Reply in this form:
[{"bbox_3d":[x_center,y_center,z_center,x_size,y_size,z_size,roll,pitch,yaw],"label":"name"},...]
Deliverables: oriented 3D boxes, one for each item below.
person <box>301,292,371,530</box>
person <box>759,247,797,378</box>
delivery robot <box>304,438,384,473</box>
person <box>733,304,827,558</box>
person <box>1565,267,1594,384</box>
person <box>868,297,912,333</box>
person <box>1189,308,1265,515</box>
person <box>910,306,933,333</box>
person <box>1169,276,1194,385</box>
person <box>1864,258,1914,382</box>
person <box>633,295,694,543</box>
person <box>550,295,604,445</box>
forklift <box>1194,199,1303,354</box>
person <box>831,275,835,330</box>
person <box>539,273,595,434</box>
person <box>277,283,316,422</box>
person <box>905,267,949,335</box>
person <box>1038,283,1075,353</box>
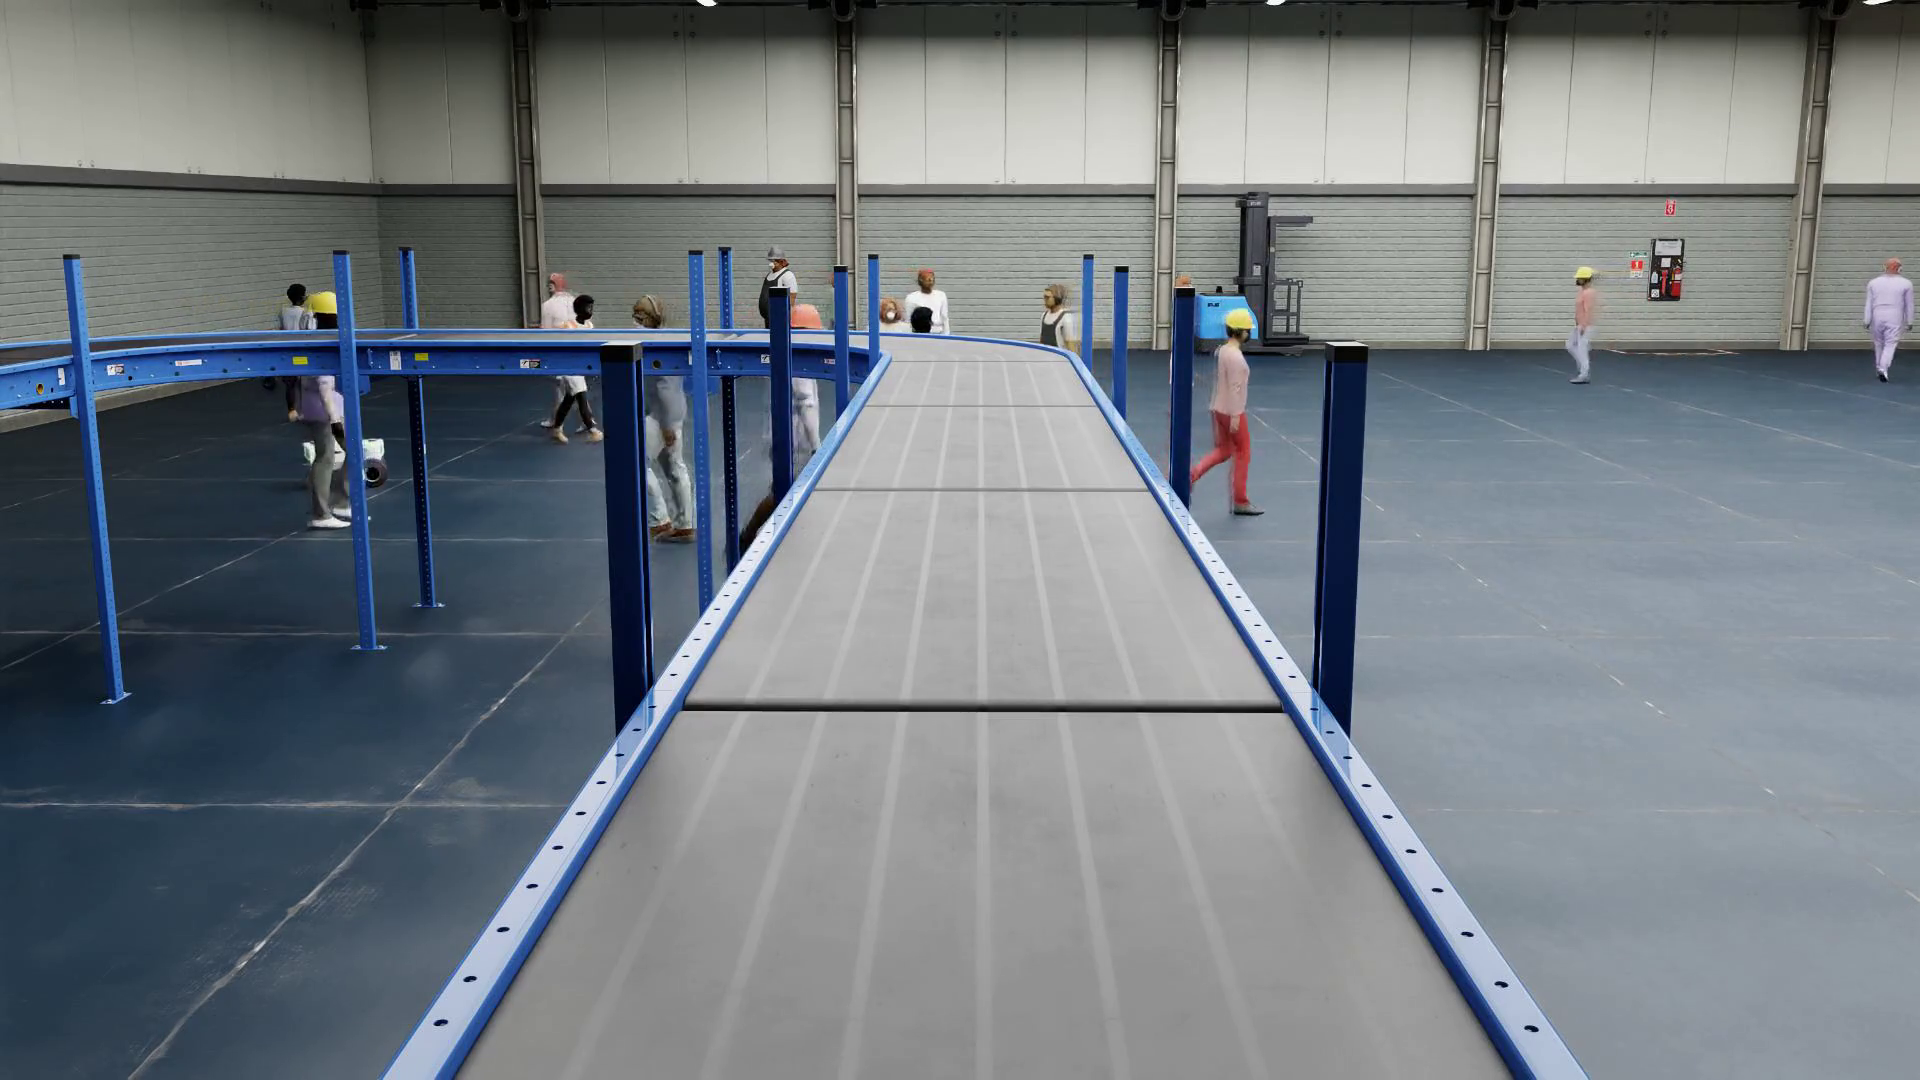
[{"bbox_3d":[-5.014,-1.031,13.381,0.577,1.908,0.591,-1,11,-6],"label":"person"},{"bbox_3d":[-2.850,-3.489,25.766,0.538,2.000,0.681,-9,14,-39],"label":"person"},{"bbox_3d":[-5.788,-0.818,15.629,0.707,0.478,0.477,-4,12,-20],"label":"delivery robot"},{"bbox_3d":[-1.204,-0.755,12.023,1.012,1.896,0.567,-3,11,-13],"label":"person"},{"bbox_3d":[9.362,-3.237,25.082,0.377,1.750,0.558,2,11,9],"label":"person"},{"bbox_3d":[-0.783,-1.924,18.693,0.506,1.611,0.688,0,11,2],"label":"person"},{"bbox_3d":[2.222,-1.082,14.044,0.667,1.746,0.526,-1,11,-8],"label":"person"},{"bbox_3d":[-0.389,-1.429,16.077,0.889,1.654,0.536,-11,15,-44],"label":"person"},{"bbox_3d":[3.314,-3.118,24.796,0.277,1.631,0.507,-4,12,-20],"label":"person"},{"bbox_3d":[14.307,-3.399,25.636,0.924,1.873,0.658,-11,15,-44],"label":"person"},{"bbox_3d":[-2.329,-0.911,12.721,0.587,1.913,0.700,-1,11,-4],"label":"person"},{"bbox_3d":[-4.209,-1.868,18.292,0.890,1.643,0.557,4,12,18],"label":"person"},{"bbox_3d":[5.313,-4.851,30.603,1.873,2.768,1.129,0,11,1],"label":"forklift"},{"bbox_3d":[-2.073,-3.666,27.695,0.765,1.608,0.505,-2,11,-10],"label":"person"},{"bbox_3d":[-4.631,-2.192,19.501,0.994,1.858,0.646,6,13,30],"label":"person"},{"bbox_3d":[-8.134,-2.306,20.483,0.527,1.689,0.323,3,11,13],"label":"person"},{"bbox_3d":[-0.438,-2.544,21.250,0.603,1.870,0.634,-6,12,-28],"label":"person"},{"bbox_3d":[1.077,-1.889,18.072,0.970,1.808,0.508,-5,12,-23],"label":"person"}]
